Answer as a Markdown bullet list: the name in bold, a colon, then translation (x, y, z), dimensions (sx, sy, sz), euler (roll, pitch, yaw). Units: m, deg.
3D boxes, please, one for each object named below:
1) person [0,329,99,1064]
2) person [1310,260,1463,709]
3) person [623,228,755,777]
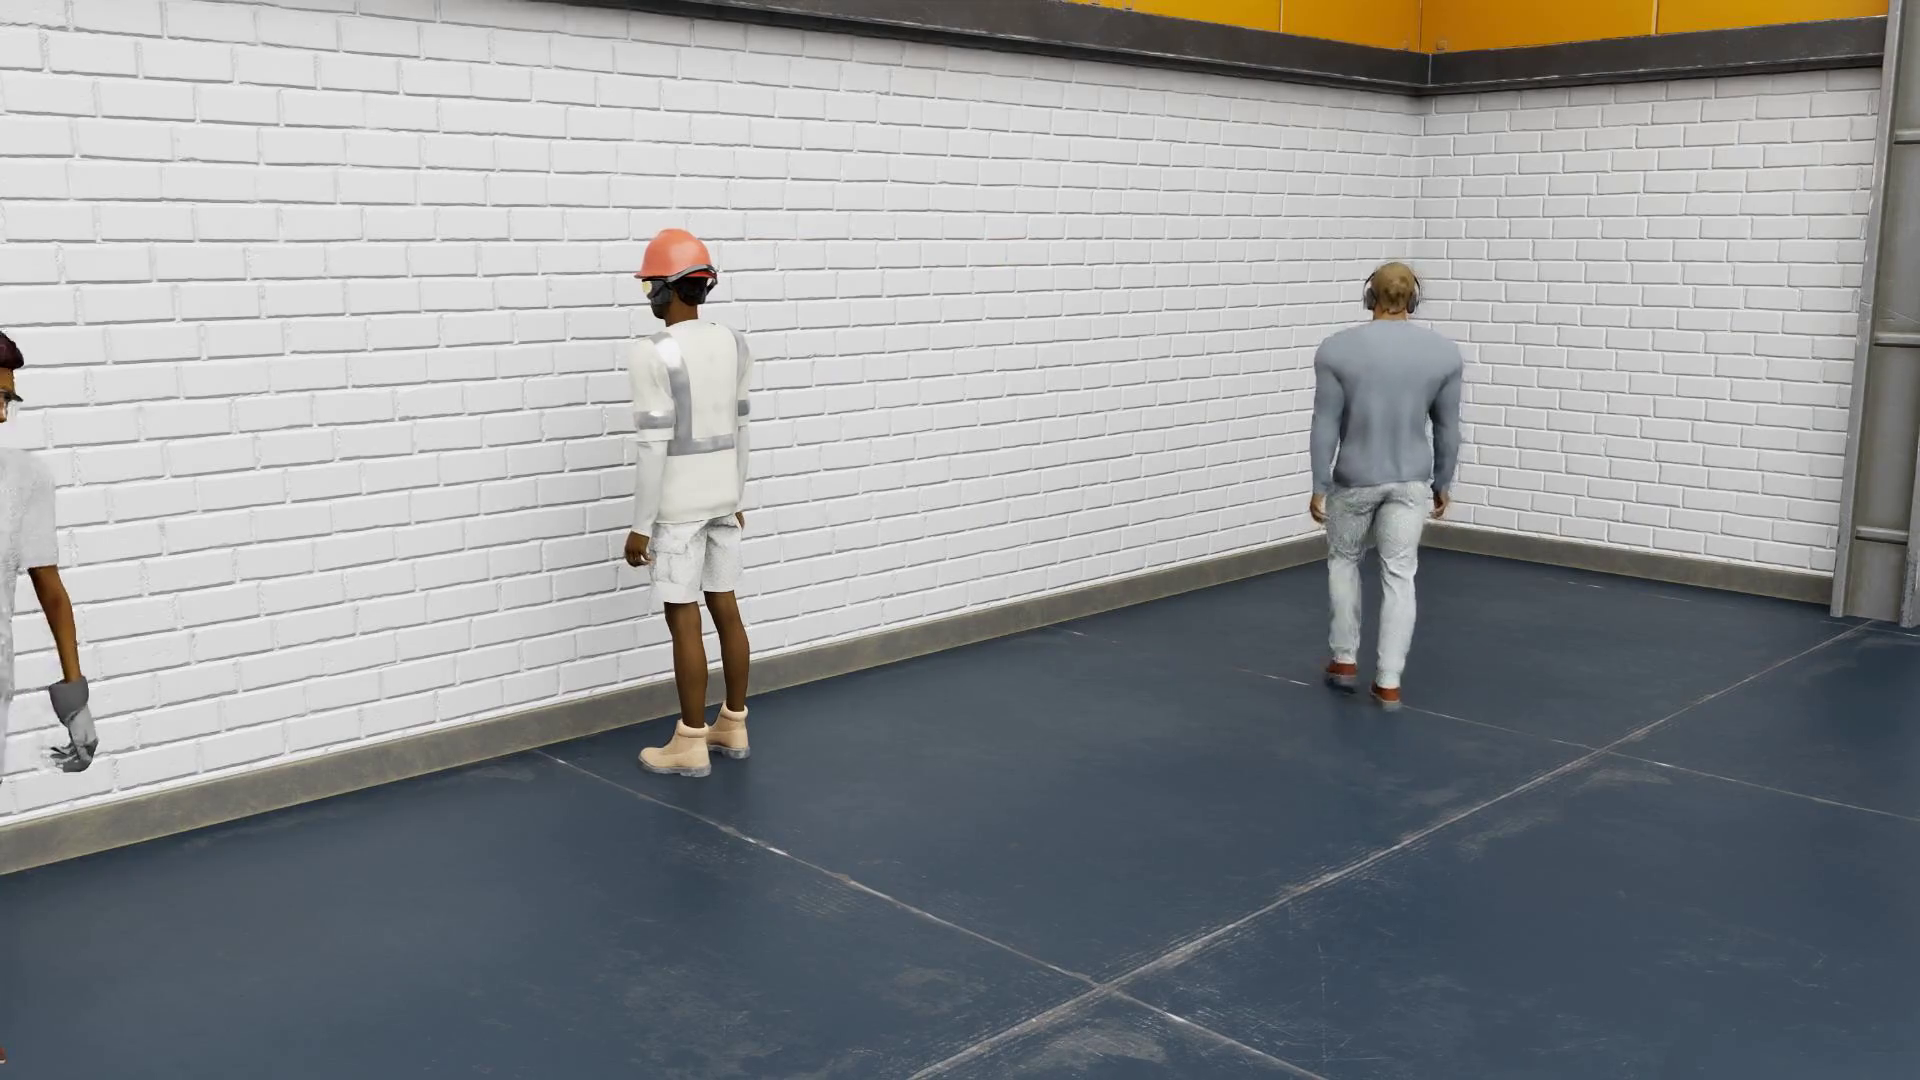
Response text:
- **person**: translation (-2.393, 0.400, 3.938), dimensions (0.552, 1.827, 0.535), euler (7, 13, 35)
- **person**: translation (1.841, -0.256, 7.288), dimensions (0.656, 1.909, 0.746), euler (1, 10, 4)
- **person**: translation (-1.030, -0.132, 6.254), dimensions (0.382, 2.045, 0.605), euler (7, 12, 32)
